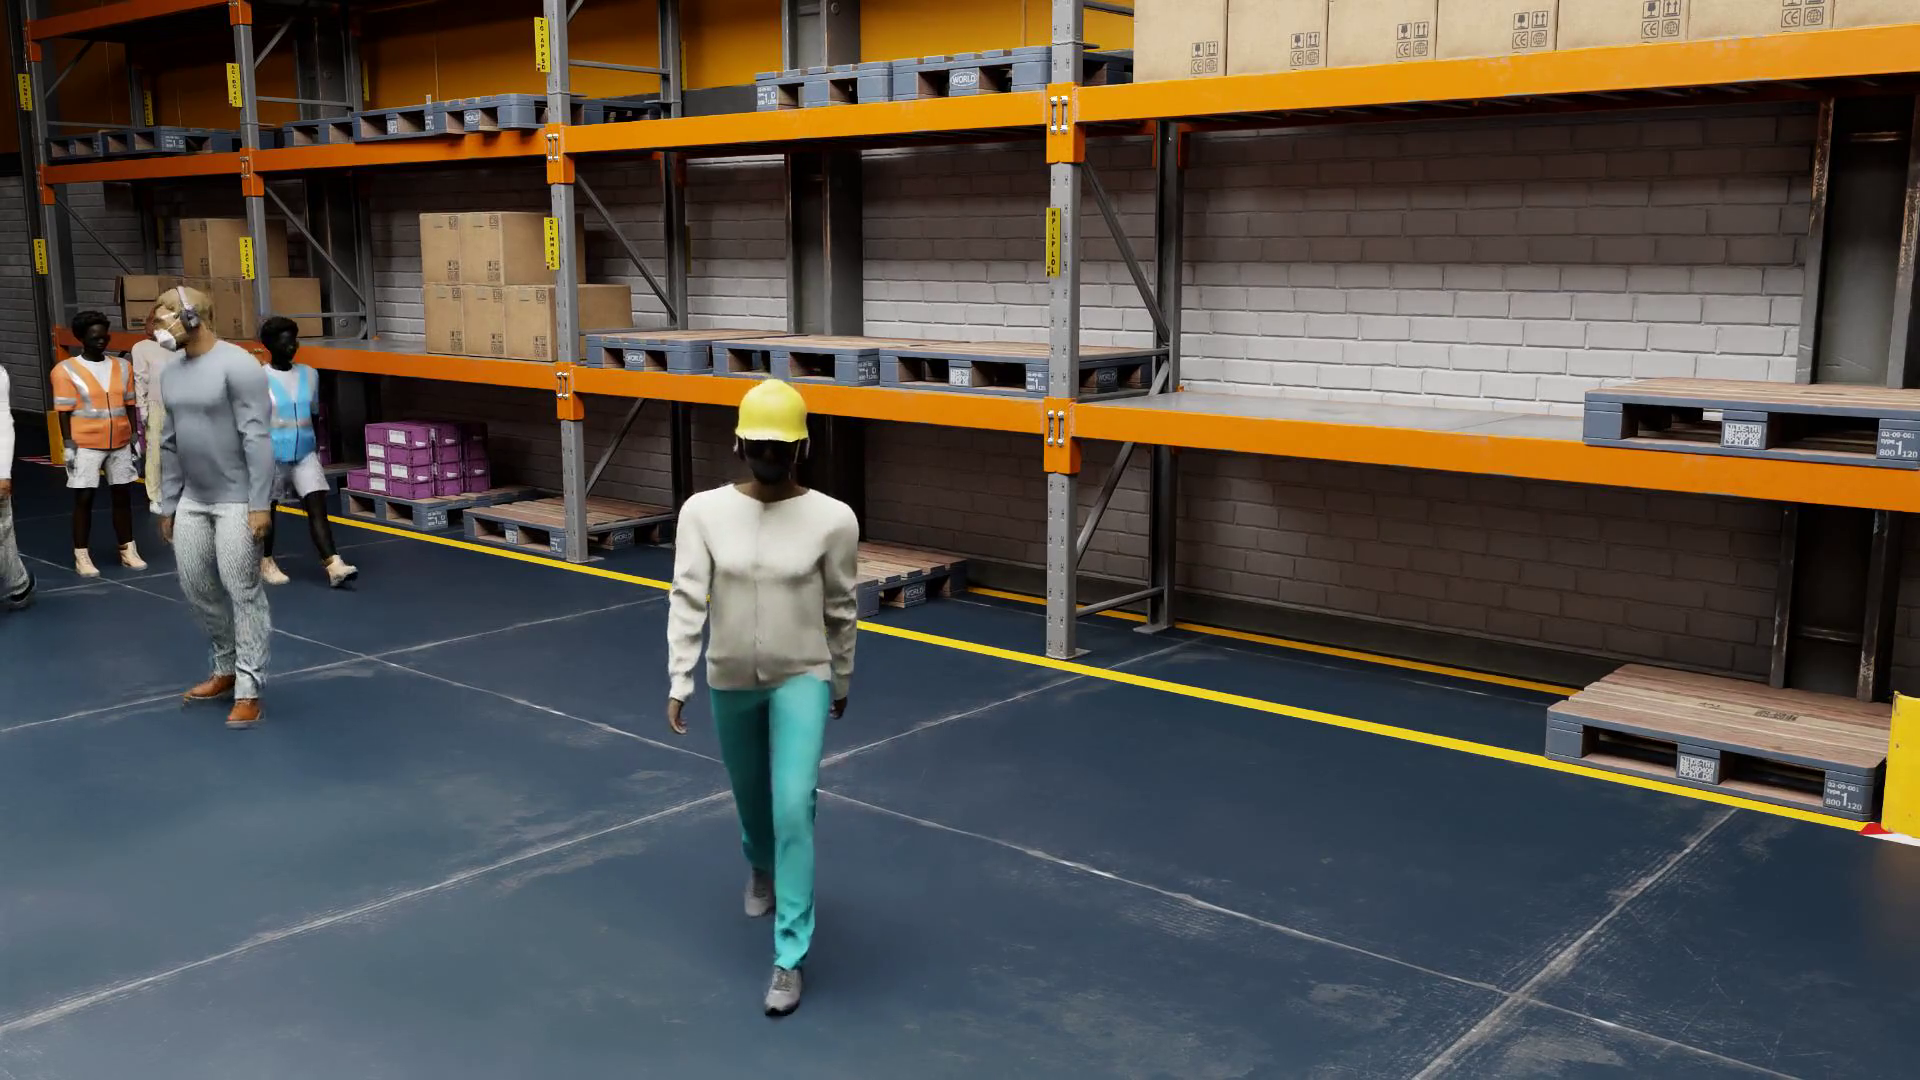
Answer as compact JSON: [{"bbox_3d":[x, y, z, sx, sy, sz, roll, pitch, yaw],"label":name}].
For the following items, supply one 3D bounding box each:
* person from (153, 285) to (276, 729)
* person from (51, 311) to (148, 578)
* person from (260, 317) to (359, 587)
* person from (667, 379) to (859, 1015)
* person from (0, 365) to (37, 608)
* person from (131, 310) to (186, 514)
[{"bbox_3d":[-3.227,-0.153,7.333,0.728,1.914,0.451,5,11,28],"label":"person"},{"bbox_3d":[-5.460,-0.608,10.557,0.320,1.688,0.533,7,12,34],"label":"person"},{"bbox_3d":[-4.034,-0.510,10.055,0.846,1.652,0.556,8,13,37],"label":"person"},{"bbox_3d":[-0.547,0.380,4.830,0.520,1.722,0.914,1,10,4],"label":"person"},{"bbox_3d":[-5.478,-0.402,9.141,0.616,1.760,1.022,-2,10,-12],"label":"person"},{"bbox_3d":[-6.235,-1.021,13.077,0.277,1.629,0.496,7,12,33],"label":"person"}]
